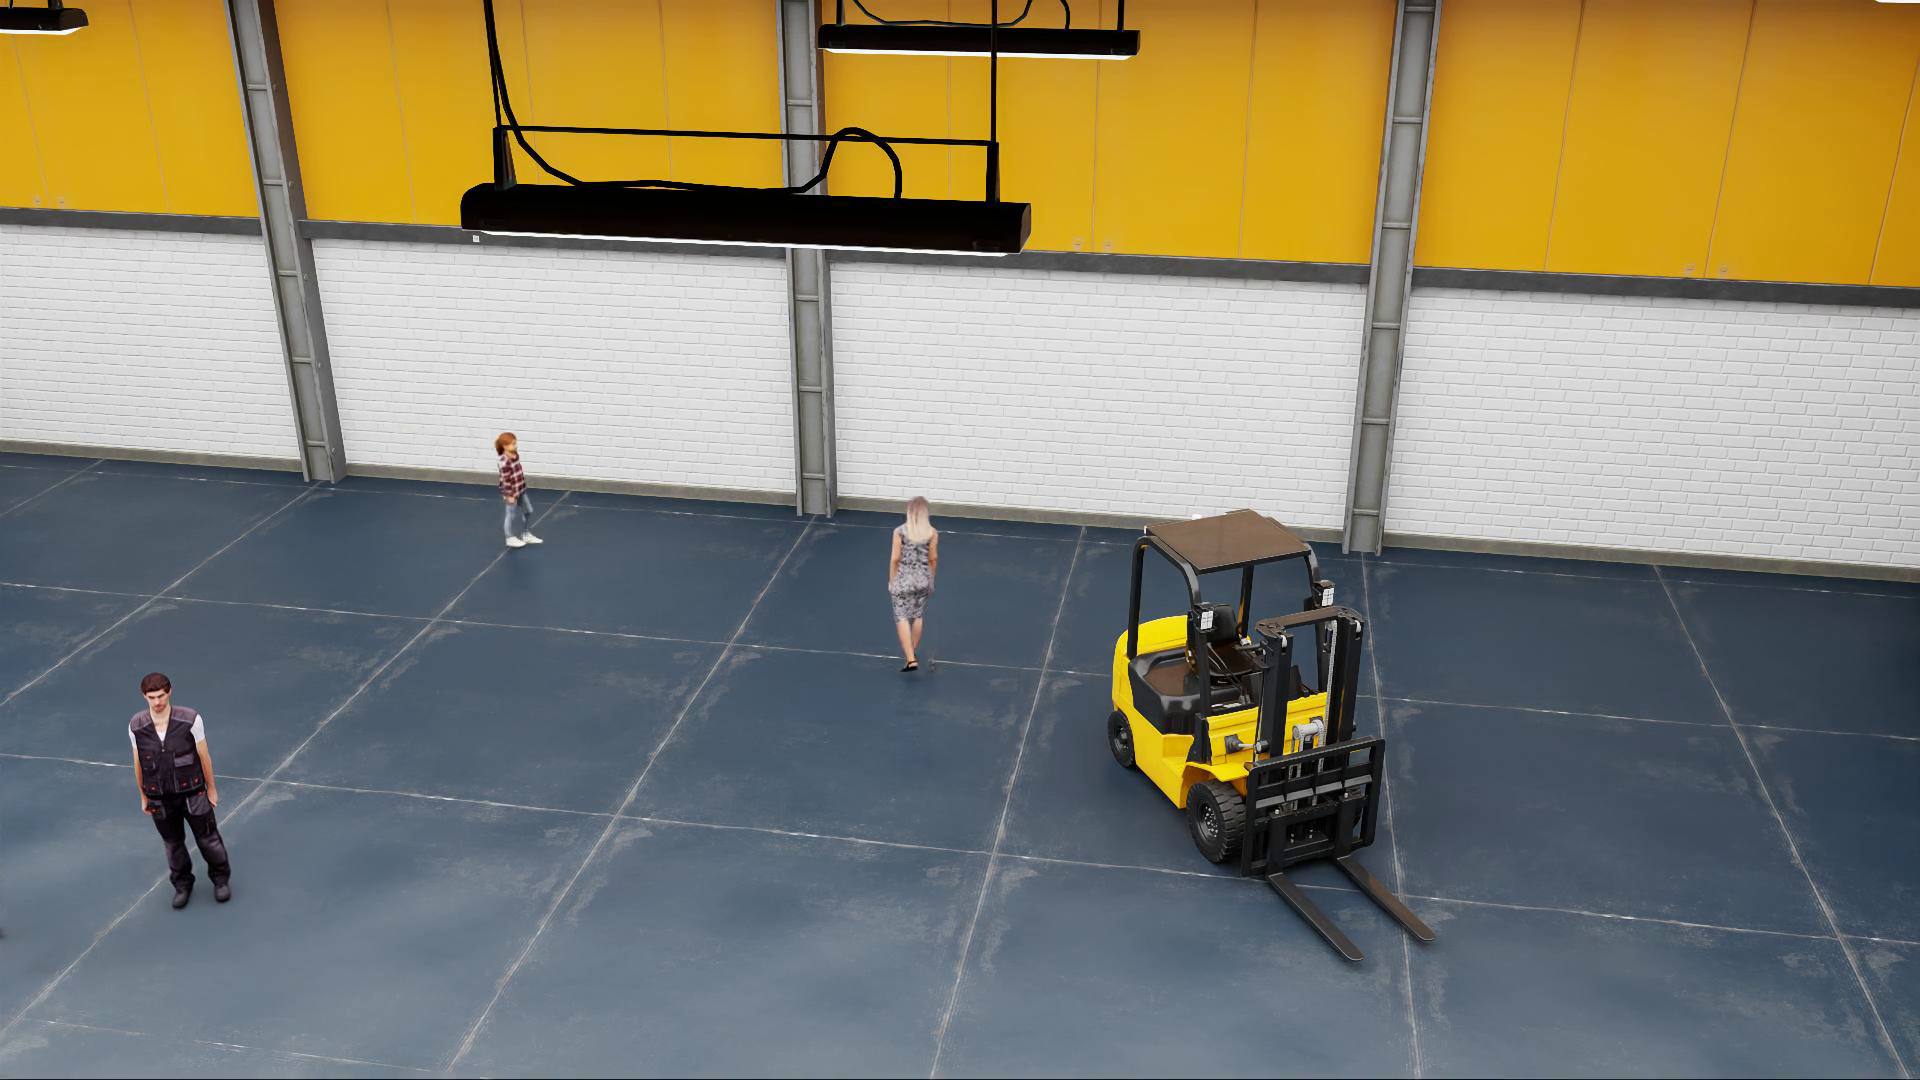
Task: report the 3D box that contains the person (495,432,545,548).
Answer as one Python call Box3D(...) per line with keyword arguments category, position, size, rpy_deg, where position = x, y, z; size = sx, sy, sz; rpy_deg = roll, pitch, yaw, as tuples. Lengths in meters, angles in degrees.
Box3D(category="person", position=(-4.799, -0.535, 17.638), size=(0.620, 1.295, 0.560), rpy_deg=(6, 24, 14))

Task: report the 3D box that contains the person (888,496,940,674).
Box3D(category="person", position=(-0.401, 0.435, 14.941), size=(0.897, 1.676, 0.858), rpy_deg=(-10, 25, -21))

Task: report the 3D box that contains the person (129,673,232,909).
Box3D(category="person", position=(-5.509, 1.754, 11.717), size=(0.673, 1.843, 0.799), rpy_deg=(-5, 24, -12))
